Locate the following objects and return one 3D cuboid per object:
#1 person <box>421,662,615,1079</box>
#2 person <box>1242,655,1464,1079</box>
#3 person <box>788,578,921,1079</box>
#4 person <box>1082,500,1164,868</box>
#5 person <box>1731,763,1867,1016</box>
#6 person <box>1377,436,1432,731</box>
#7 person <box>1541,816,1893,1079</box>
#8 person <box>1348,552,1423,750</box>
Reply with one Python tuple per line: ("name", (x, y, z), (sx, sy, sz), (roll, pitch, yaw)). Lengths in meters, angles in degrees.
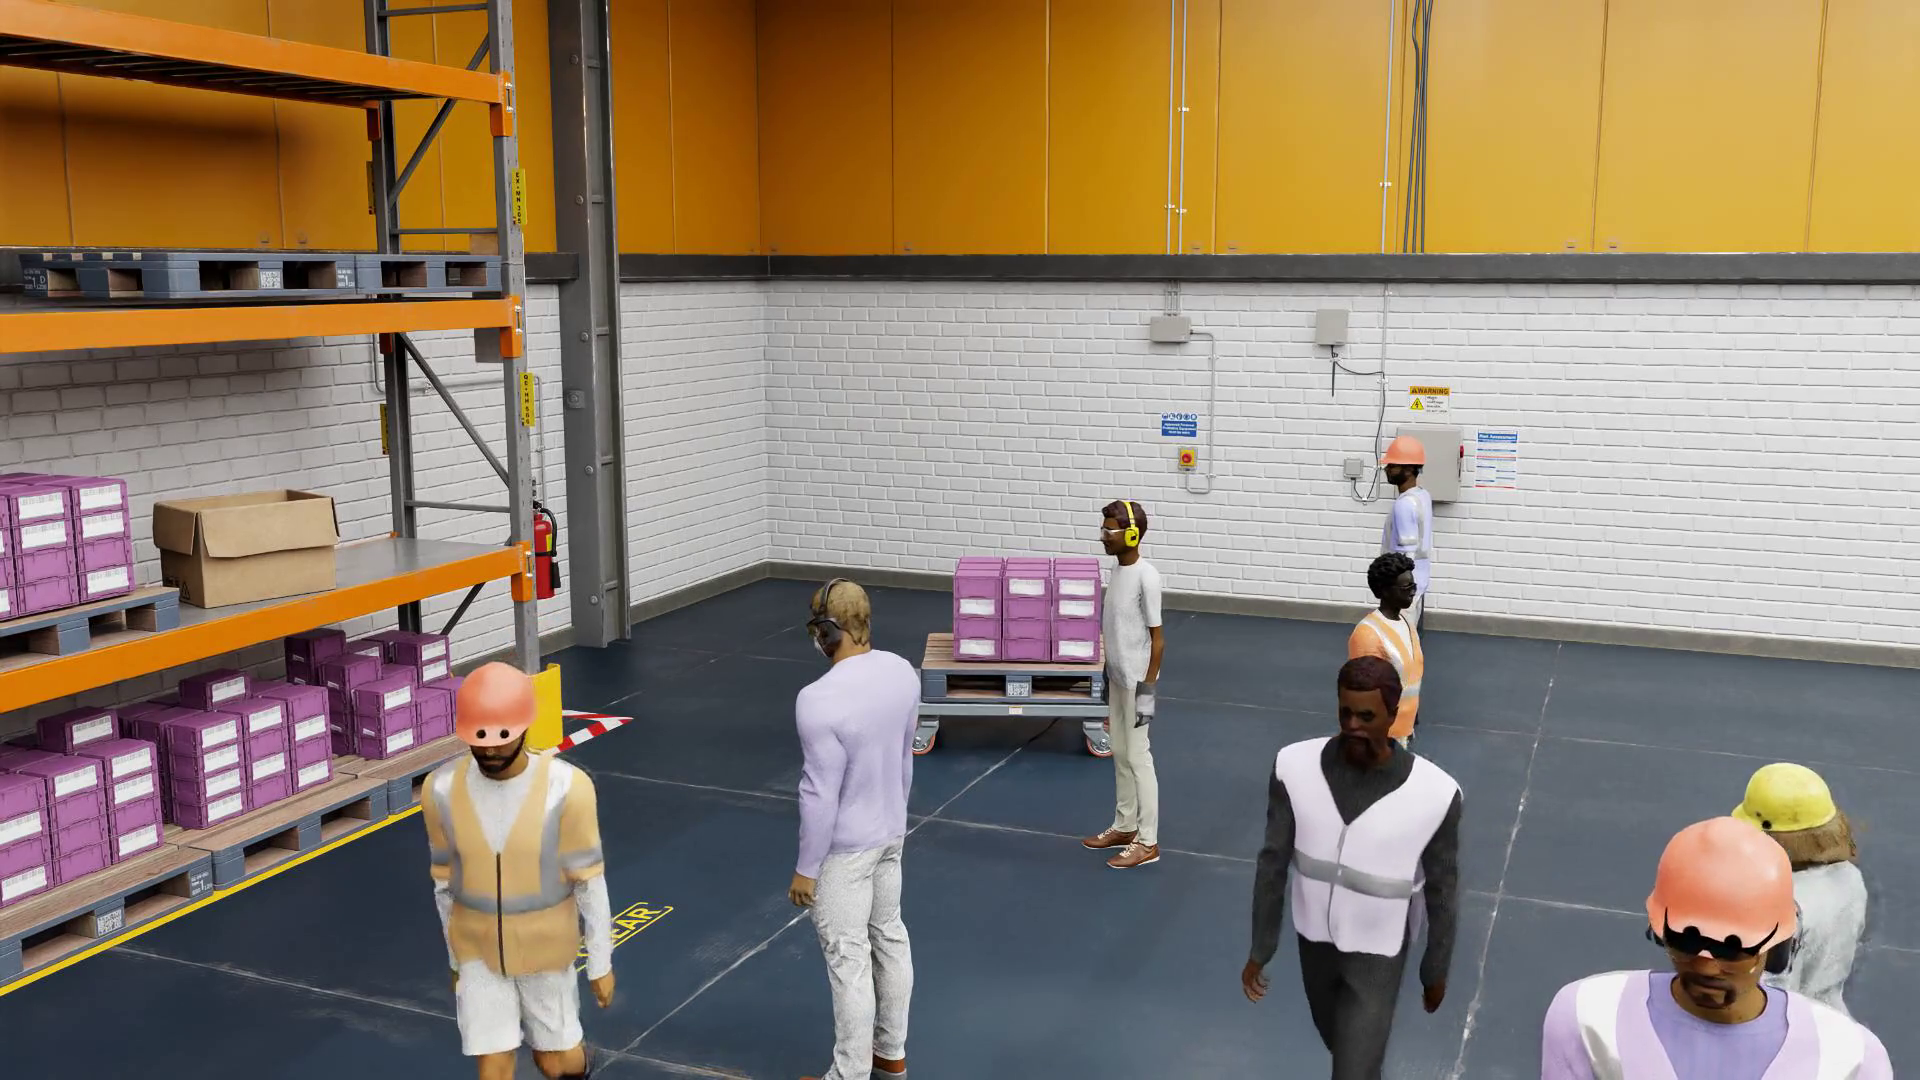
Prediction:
("person", (-1.362, 1.241, 5.278), (0.556, 1.890, 0.830), (0, 9, -1))
("person", (1.249, 1.255, 5.219), (0.585, 1.876, 1.015), (6, 11, 34))
("person", (-0.388, 1.093, 5.990), (0.372, 1.934, 0.627), (6, 11, 31))
("person", (0.846, 0.723, 8.426), (0.310, 1.868, 0.534), (-3, 10, -18))
("person", (2.382, 1.441, 4.627), (0.501, 1.680, 0.907), (-6, 11, -30))
("person", (2.864, 0.292, 10.824), (0.358, 1.937, 0.552), (4, 10, 24))
("person", (1.392, 1.505, 3.163), (0.616, 2.040, 0.381), (4, 10, 20))
("person", (2.016, 0.894, 7.904), (0.320, 1.697, 0.532), (7, 11, 35))
